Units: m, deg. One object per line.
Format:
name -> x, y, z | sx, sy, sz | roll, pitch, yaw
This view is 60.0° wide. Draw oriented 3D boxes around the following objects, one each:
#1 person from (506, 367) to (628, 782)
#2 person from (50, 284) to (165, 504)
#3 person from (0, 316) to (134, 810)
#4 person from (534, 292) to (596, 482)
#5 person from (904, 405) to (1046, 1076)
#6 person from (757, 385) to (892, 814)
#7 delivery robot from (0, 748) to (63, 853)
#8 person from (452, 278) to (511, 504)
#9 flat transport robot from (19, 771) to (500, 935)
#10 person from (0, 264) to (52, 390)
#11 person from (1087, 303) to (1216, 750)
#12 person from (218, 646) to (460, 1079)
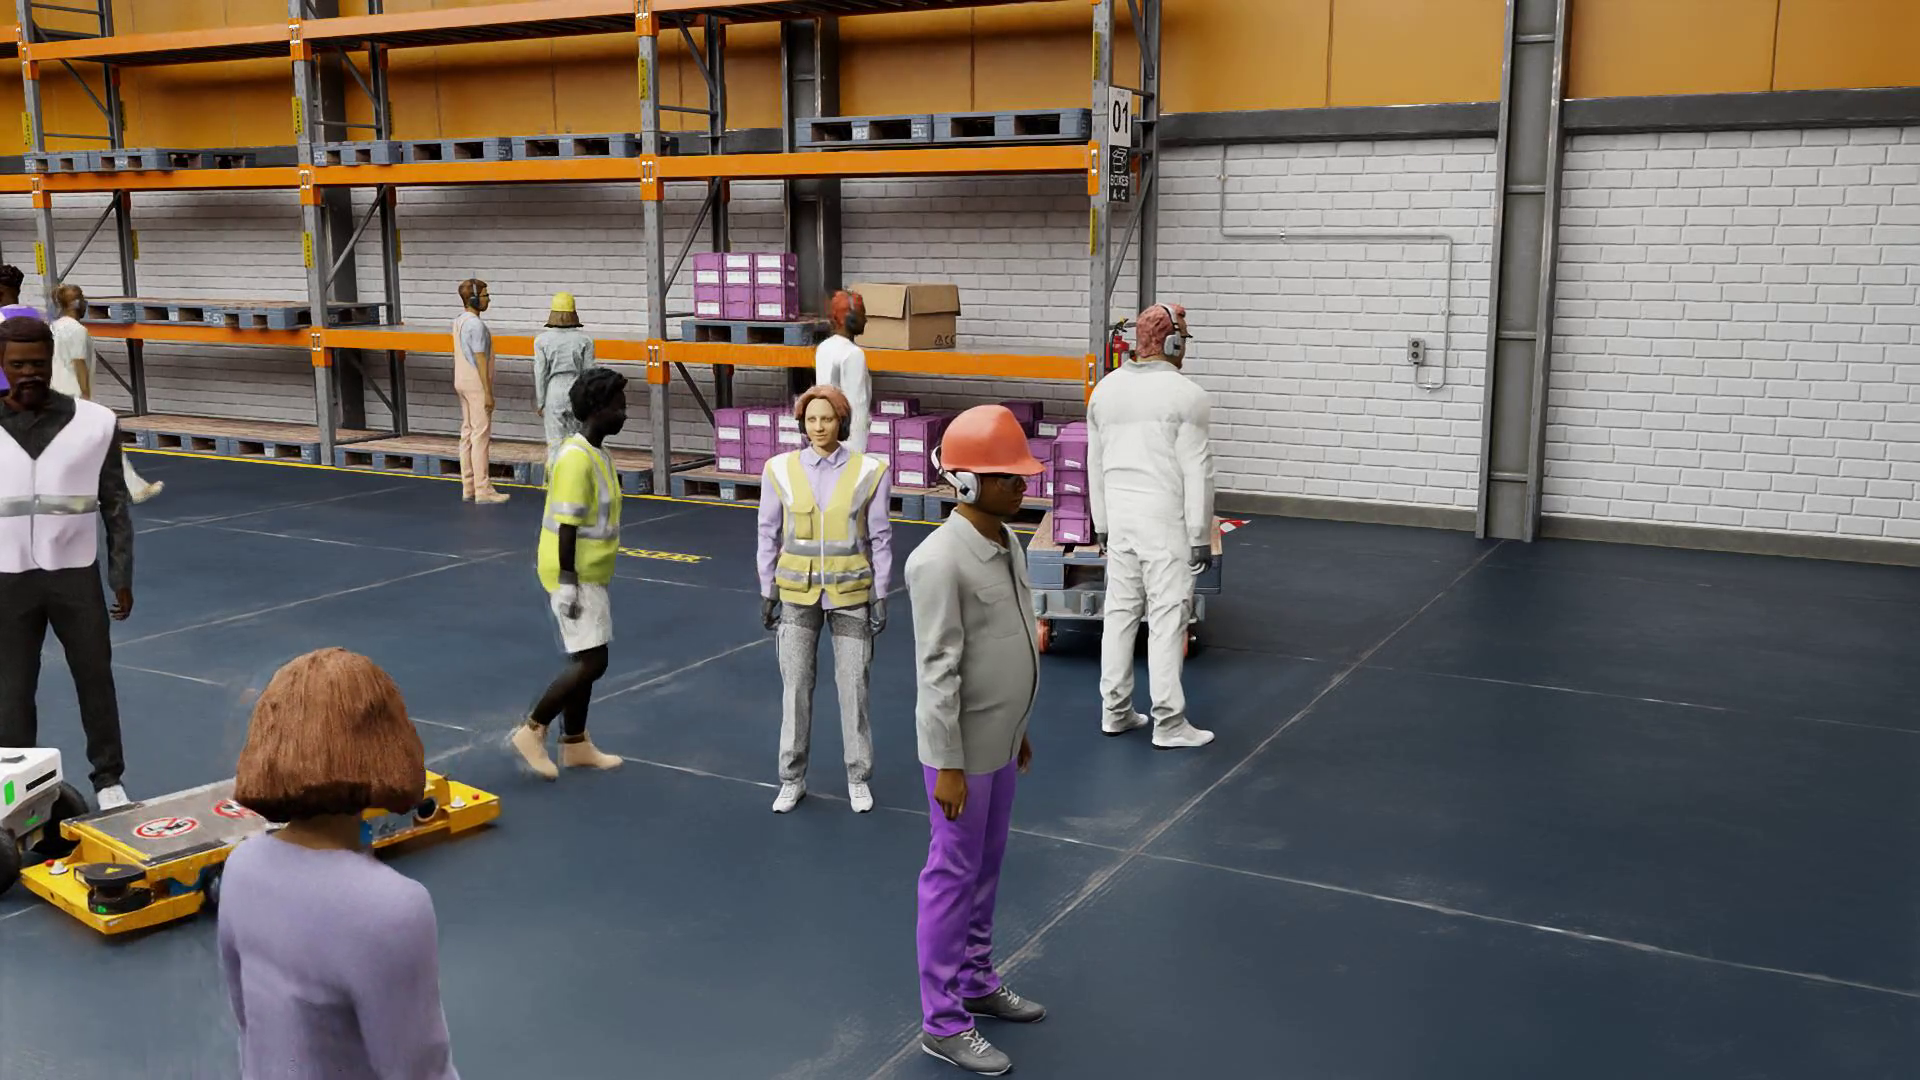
person -> -1.535, 0.144, 6.672 | 0.455, 1.674, 0.540 | 0, 10, -3
person -> -6.962, -1.147, 13.408 | 0.513, 1.807, 0.872 | 8, 13, 36
person -> -3.376, 0.128, 6.154 | 0.591, 1.908, 0.399 | -6, 12, -30
person -> -3.173, -1.121, 13.433 | 0.493, 1.743, 0.295 | -2, 11, -13
person -> 0.064, 0.514, 4.440 | 0.327, 1.752, 0.563 | 4, 11, 21
person -> -0.513, 0.227, 6.329 | 0.513, 1.641, 0.307 | 0, 10, 0
delivery robot -> -3.470, 0.844, 5.666 | 0.707, 0.478, 0.477 | 1, 10, 2
person -> -3.969, -1.218, 13.684 | 0.344, 1.847, 0.504 | -8, 13, -37
flat transport robot -> -2.417, 1.000, 5.842 | 0.652, 0.197, 1.431 | 9, 13, 39
person -> -7.601, -1.233, 13.436 | 0.361, 1.964, 0.614 | 5, 11, 24
person -> 0.848, -0.056, 7.172 | 0.400, 1.899, 0.645 | -9, 14, -40
person -> -0.921, 0.963, 2.339 | 0.528, 1.612, 0.565 | 10, 14, 43
